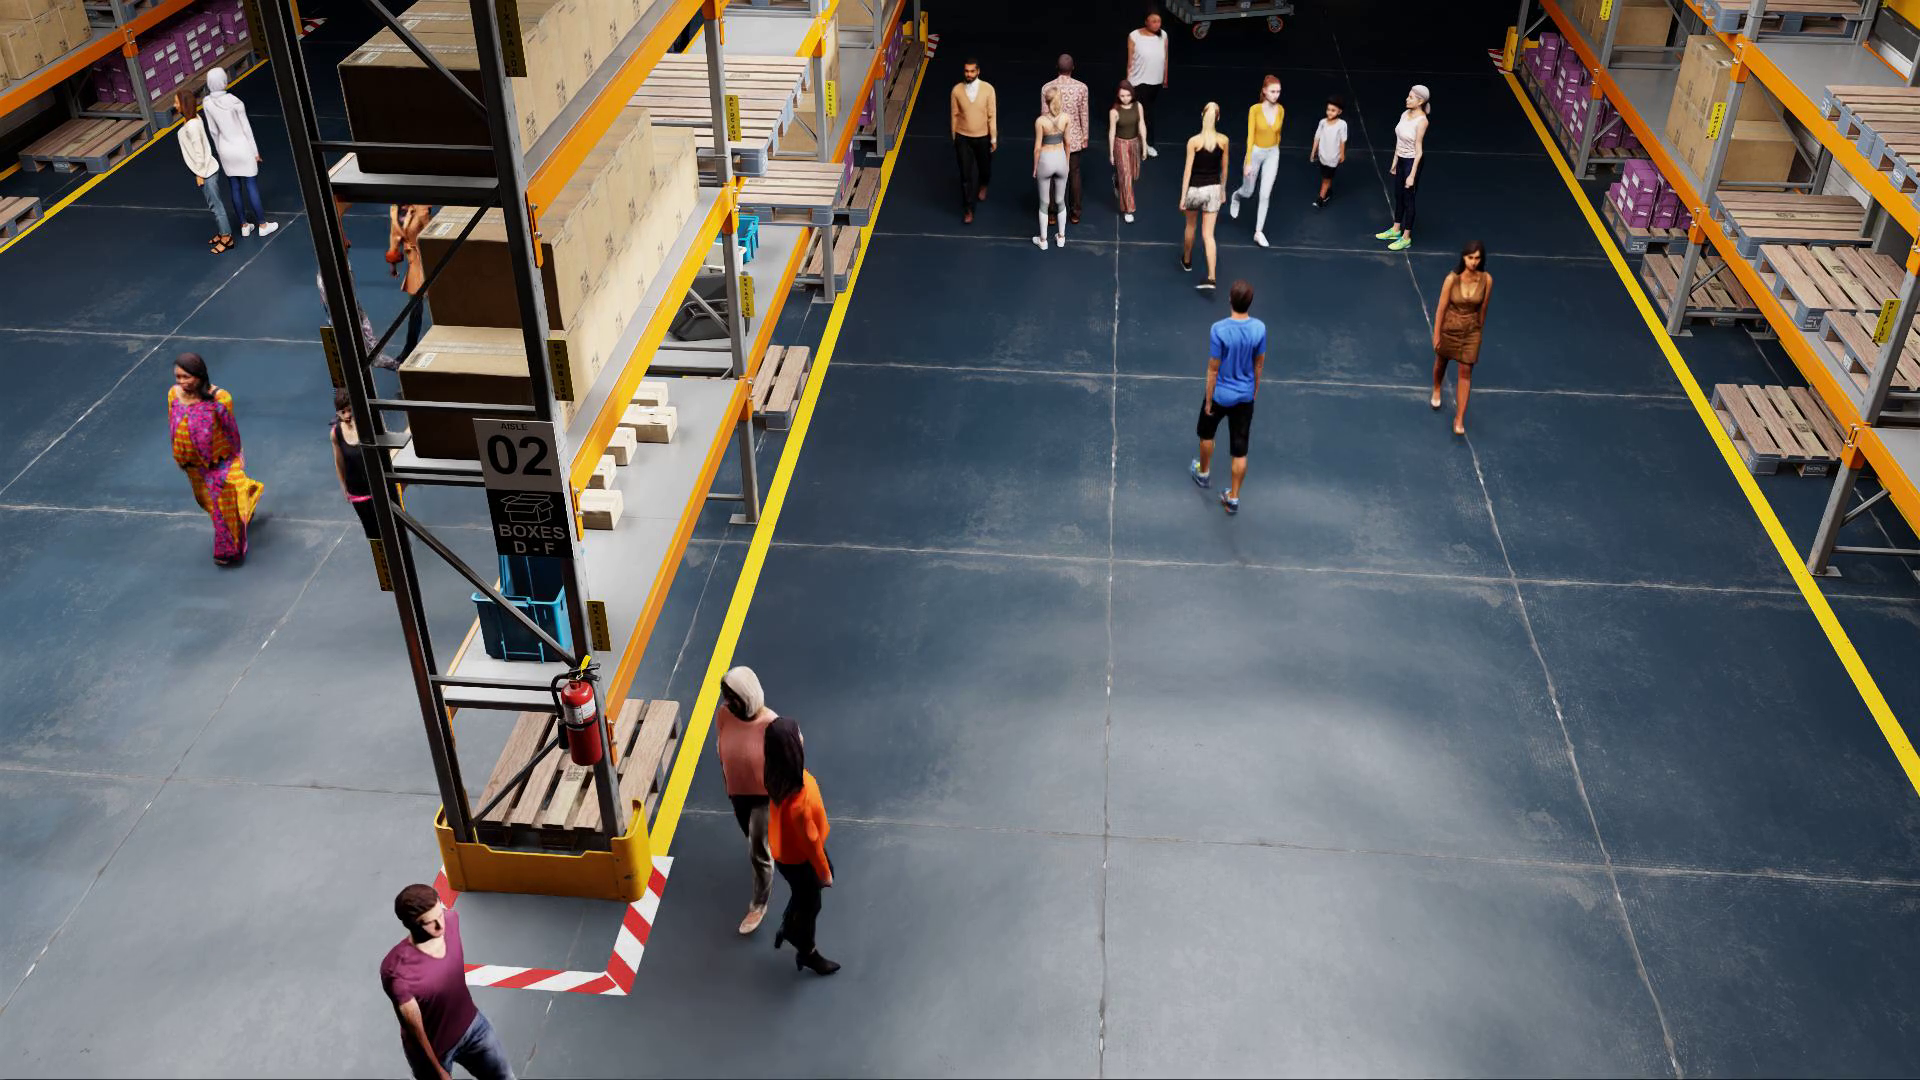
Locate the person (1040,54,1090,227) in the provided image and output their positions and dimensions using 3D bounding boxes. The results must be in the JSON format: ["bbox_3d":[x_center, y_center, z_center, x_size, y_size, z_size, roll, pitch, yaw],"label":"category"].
[{"bbox_3d":[1.088,-4.229,17.588,0.732,1.807,0.647,-3,34,-5],"label":"person"}]

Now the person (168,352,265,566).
[{"bbox_3d":[-5.551,-0.673,12.372,0.723,1.659,1.066,7,34,10],"label":"person"}]

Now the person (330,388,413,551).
[{"bbox_3d":[-4.282,-0.446,12.136,0.631,1.542,0.711,-3,34,-5],"label":"person"}]

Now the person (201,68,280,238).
[{"bbox_3d":[-7.539,-4.028,17.315,0.609,1.775,0.521,4,34,6],"label":"person"}]

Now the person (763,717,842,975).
[{"bbox_3d":[-0.929,1.657,8.795,0.765,1.737,0.621,-5,34,-7],"label":"person"}]

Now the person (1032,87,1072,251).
[{"bbox_3d":[0.945,-3.822,17.068,0.641,1.704,0.662,-10,35,-14],"label":"person"}]

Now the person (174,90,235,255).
[{"bbox_3d":[-7.742,-3.795,17.048,0.755,1.683,0.638,-14,36,-20],"label":"person"}]

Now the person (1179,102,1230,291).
[{"bbox_3d":[2.400,-3.326,16.240,0.787,1.796,1.235,-6,34,-10],"label":"person"}]

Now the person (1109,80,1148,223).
[{"bbox_3d":[1.766,-4.205,17.799,0.761,1.533,1.008,-10,35,-14],"label":"person"}]

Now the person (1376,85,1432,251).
[{"bbox_3d":[4.618,-3.844,17.104,0.723,1.702,0.576,-7,34,-11],"label":"person"}]

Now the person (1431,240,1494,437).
[{"bbox_3d":[4.188,-1.772,14.040,0.592,1.643,1.046,4,34,5],"label":"person"}]

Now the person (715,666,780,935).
[{"bbox_3d":[-1.100,1.344,9.299,0.818,1.702,1.108,14,36,20],"label":"person"}]

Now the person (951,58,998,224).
[{"bbox_3d":[0.167,-4.308,17.774,0.657,1.732,1.013,2,34,3],"label":"person"}]

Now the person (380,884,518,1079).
[{"bbox_3d":[-2.490,2.281,7.786,0.981,1.817,1.069,17,37,24],"label":"person"}]

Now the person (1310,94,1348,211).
[{"bbox_3d":[4.060,-4.253,18.148,0.753,1.227,0.911,21,39,28],"label":"person"}]

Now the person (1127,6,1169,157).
[{"bbox_3d":[2.171,-5.419,19.519,0.974,1.652,1.209,-13,36,-18],"label":"person"}]

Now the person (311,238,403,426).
[{"bbox_3d":[-5.099,-1.845,14.112,0.917,1.684,1.187,18,38,25],"label":"person"}]

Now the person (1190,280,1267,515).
[{"bbox_3d":[2.111,-1.045,12.770,0.763,1.838,1.005,-5,34,-7],"label":"person"}]

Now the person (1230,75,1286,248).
[{"bbox_3d":[3.081,-3.962,17.257,0.802,1.729,1.122,-8,34,-12],"label":"person"}]
